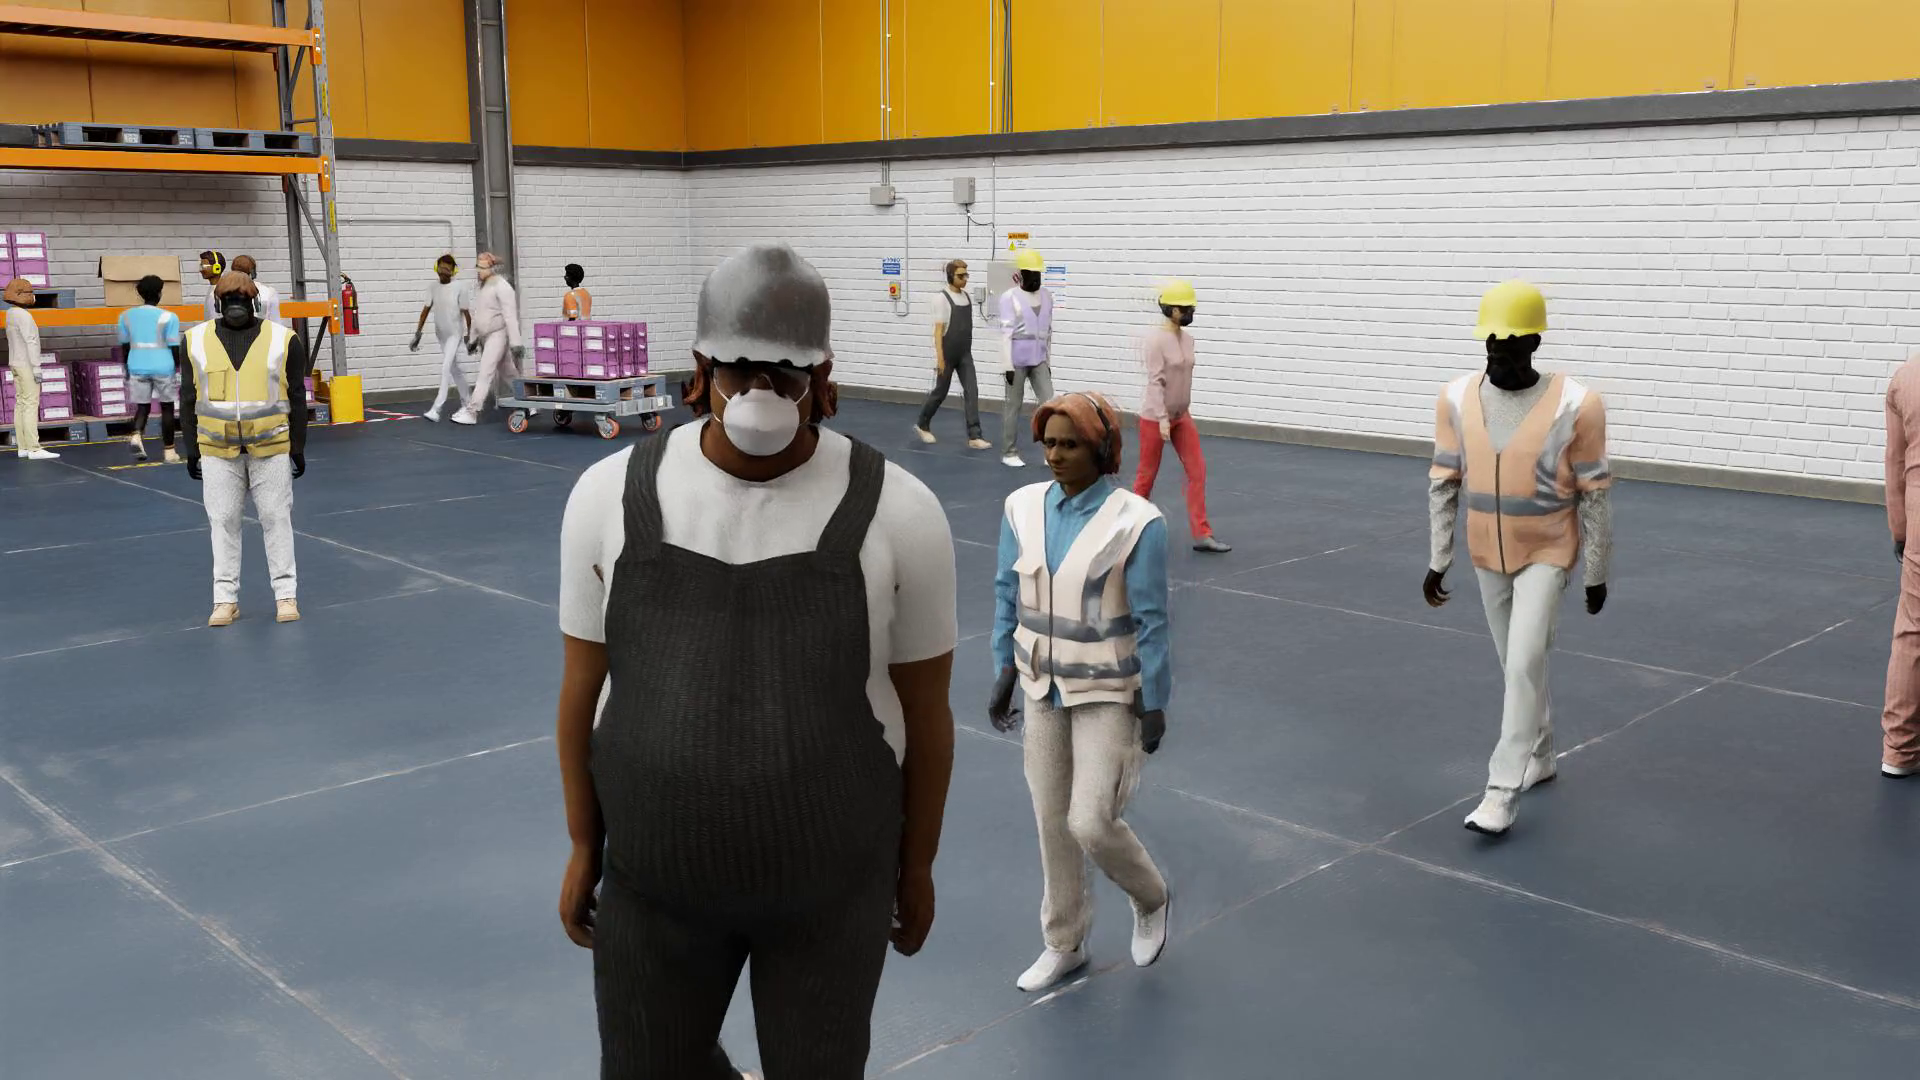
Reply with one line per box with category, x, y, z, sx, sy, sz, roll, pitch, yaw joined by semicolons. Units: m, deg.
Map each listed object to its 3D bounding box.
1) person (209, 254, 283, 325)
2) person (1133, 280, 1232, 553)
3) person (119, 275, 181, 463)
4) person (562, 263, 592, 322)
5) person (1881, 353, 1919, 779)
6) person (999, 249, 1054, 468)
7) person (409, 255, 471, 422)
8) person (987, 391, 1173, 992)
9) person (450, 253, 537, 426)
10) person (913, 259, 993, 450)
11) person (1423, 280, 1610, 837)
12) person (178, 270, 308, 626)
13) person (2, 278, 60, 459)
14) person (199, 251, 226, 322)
person;-6.602;-1.722;15.476;0.624;1.845;0.430;-2;11;-9
person;1.390;-0.757;10.500;0.525;1.737;0.786;-10;15;-44
person;-7.146;-1.490;14.656;0.557;1.676;0.516;-1;10;-4
person;-4.431;-2.351;19.298;0.322;1.697;0.531;2;11;11
person;3.656;-0.020;6.006;0.410;1.913;0.642;-4;11;-23
person;0.645;-1.543;14.357;0.614;1.892;0.856;-7;13;-35
person;-5.642;-2.203;18.181;0.586;1.808;0.935;5;11;24
person;0.325;0.415;4.421;0.527;1.630;0.396;9;14;42
person;-5.020;-2.160;17.890;1.035;1.839;0.656;-7;13;-35
person;-0.097;-1.782;15.915;0.940;1.810;0.523;10;14;43
person;1.903;0.046;5.762;0.941;1.864;0.596;-9;14;-42
person;-3.723;-0.474;8.678;0.627;1.843;0.429;-3;11;-17
person;-8.476;-1.552;15.122;0.500;1.633;0.280;9;14;42
person;-7.213;-1.871;16.210;0.328;1.874;0.521;-9;14;-42
